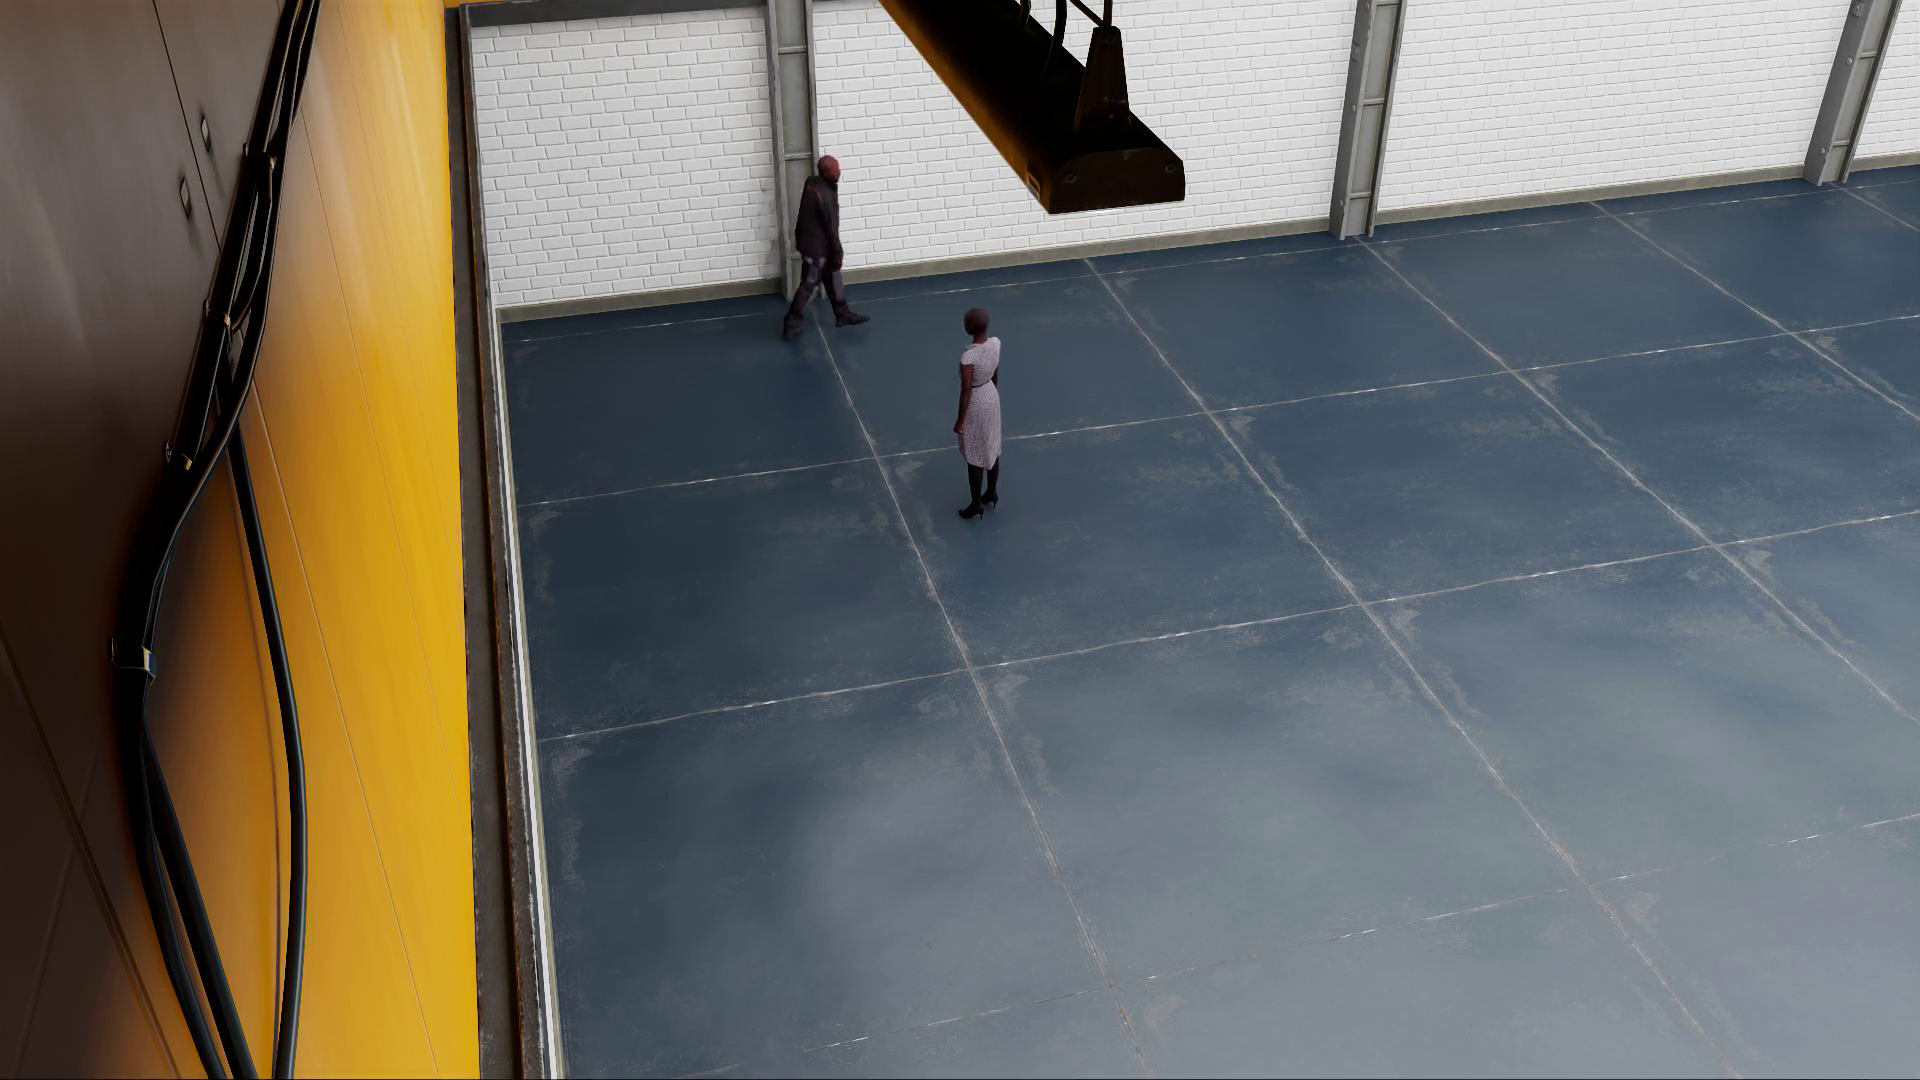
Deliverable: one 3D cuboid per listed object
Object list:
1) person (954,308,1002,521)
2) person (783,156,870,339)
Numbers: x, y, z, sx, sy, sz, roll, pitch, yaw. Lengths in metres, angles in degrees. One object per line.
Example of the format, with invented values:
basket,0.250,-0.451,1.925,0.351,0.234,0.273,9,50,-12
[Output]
person,0.150,-0.977,12.852,0.749,1.789,0.656,24,40,31
person,-1.413,-2.715,15.487,1.058,1.767,0.709,-14,36,-20
